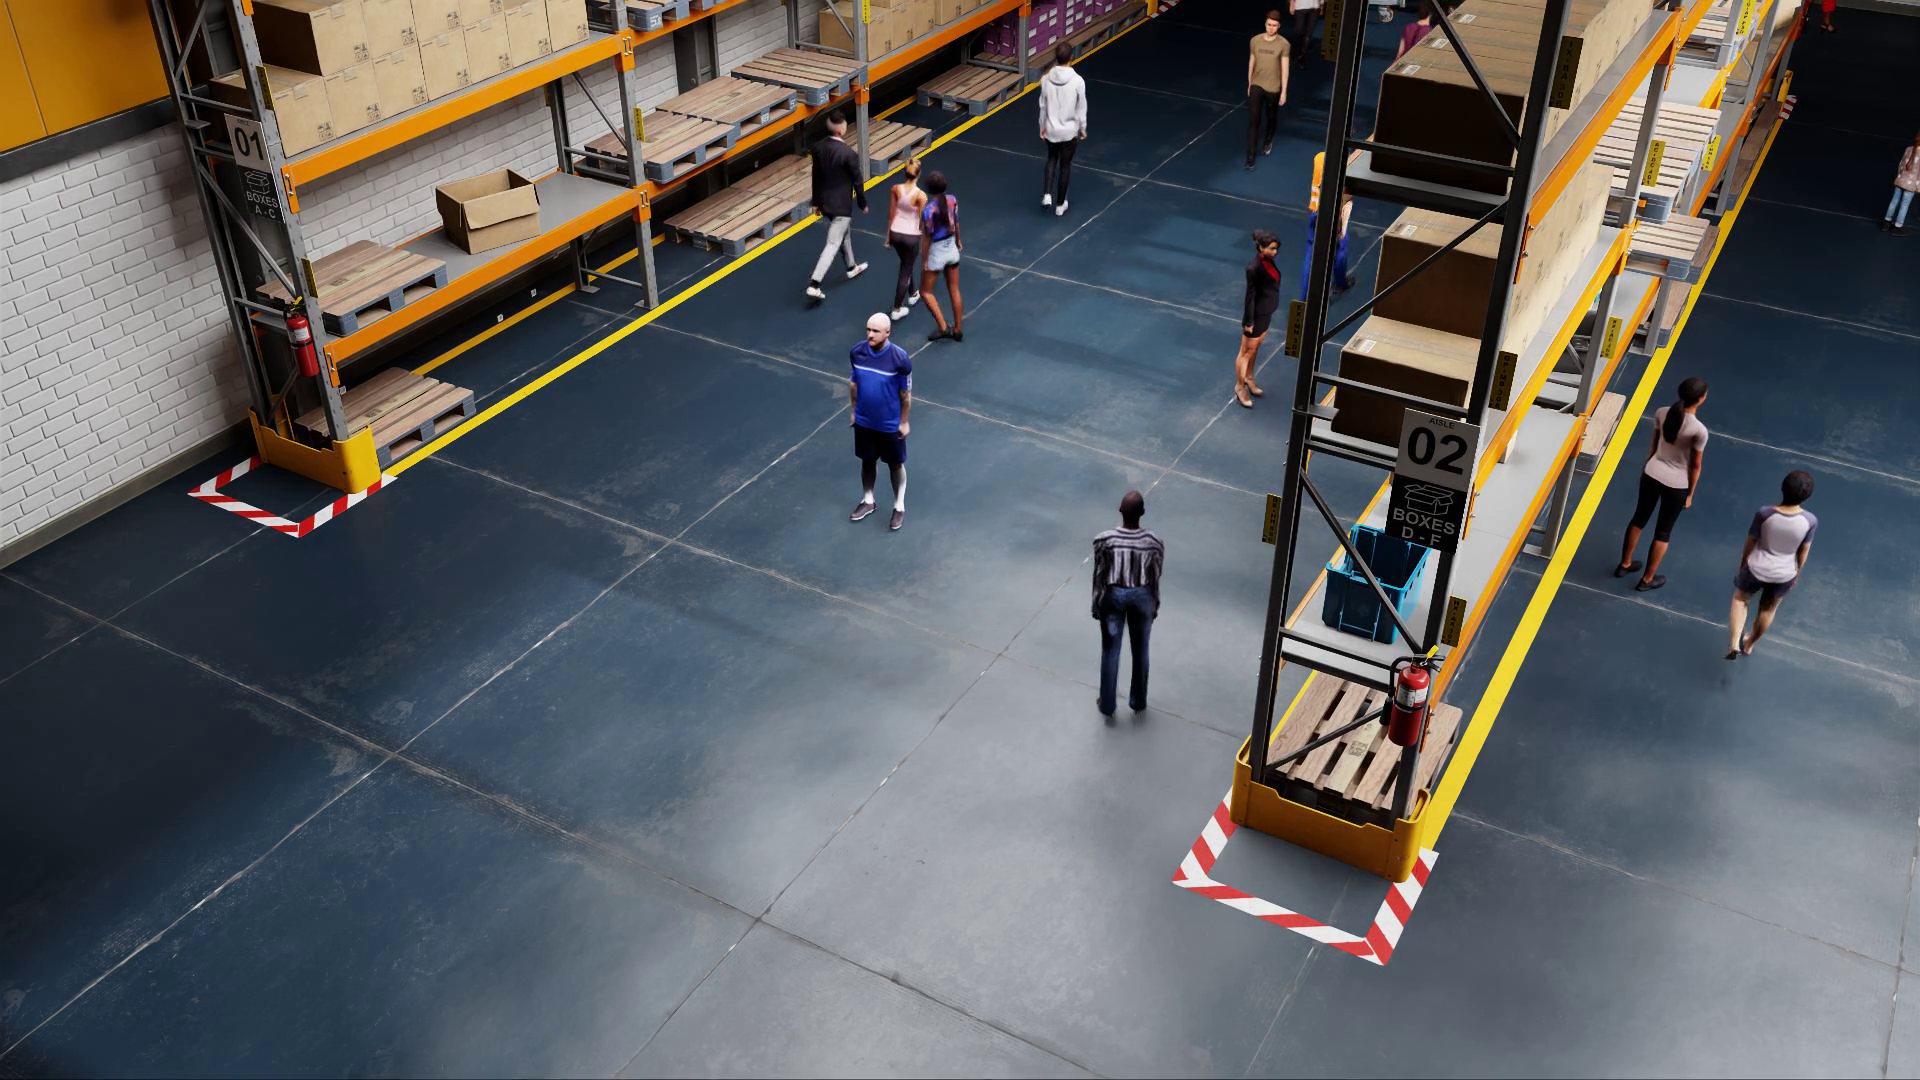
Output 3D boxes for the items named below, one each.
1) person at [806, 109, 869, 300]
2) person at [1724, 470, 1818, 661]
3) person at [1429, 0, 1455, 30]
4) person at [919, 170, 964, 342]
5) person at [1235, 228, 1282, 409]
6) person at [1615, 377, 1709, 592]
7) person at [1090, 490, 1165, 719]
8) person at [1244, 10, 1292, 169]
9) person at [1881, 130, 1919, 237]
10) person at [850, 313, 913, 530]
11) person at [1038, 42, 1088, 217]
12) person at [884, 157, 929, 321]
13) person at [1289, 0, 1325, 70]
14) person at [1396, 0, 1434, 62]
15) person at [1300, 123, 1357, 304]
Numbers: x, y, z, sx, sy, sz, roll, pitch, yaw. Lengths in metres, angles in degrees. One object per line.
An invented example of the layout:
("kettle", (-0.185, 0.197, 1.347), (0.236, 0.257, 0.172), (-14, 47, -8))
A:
("person", (-1.288, -3.321, 16.646), (0.767, 1.897, 1.315), (21, 39, 28))
("person", (5.663, 0.224, 11.628), (0.601, 1.547, 0.801), (14, 36, 20))
("person", (6.211, -6.426, 21.541), (0.649, 1.648, 0.859), (24, 40, 31))
("person", (-0.143, -2.661, 15.803), (0.638, 1.730, 0.863), (-20, 38, -27))
("person", (2.653, -1.989, 14.873), (0.622, 1.640, 0.509), (19, 38, 26))
("person", (5.263, -0.428, 12.430), (0.671, 1.744, 0.670), (-21, 39, -28))
("person", (1.111, 0.440, 11.078), (0.698, 1.796, 0.697), (0, 34, 0))
("person", (3.684, -5.409, 19.871), (0.810, 1.804, 1.324), (12, 36, 18))
("person", (10.370, -3.923, 18.186), (0.607, 1.194, 0.557), (-11, 35, -16))
("person", (-0.629, -0.960, 13.143), (0.695, 1.842, 0.608), (13, 36, 18))
("person", (1.111, -4.507, 18.414), (0.730, 1.914, 0.725), (11, 35, 16))
("person", (-0.569, -2.920, 16.273), (0.603, 1.640, 0.861), (18, 38, 25))
("person", (4.773, -7.413, 22.970), (0.799, 1.711, 0.859), (-7, 34, -11))
("person", (5.423, -5.566, 20.084), (1.027, 1.828, 0.888), (-20, 39, -27))
("person", (3.593, -3.180, 16.469), (0.797, 1.857, 1.047), (25, 41, 33))
